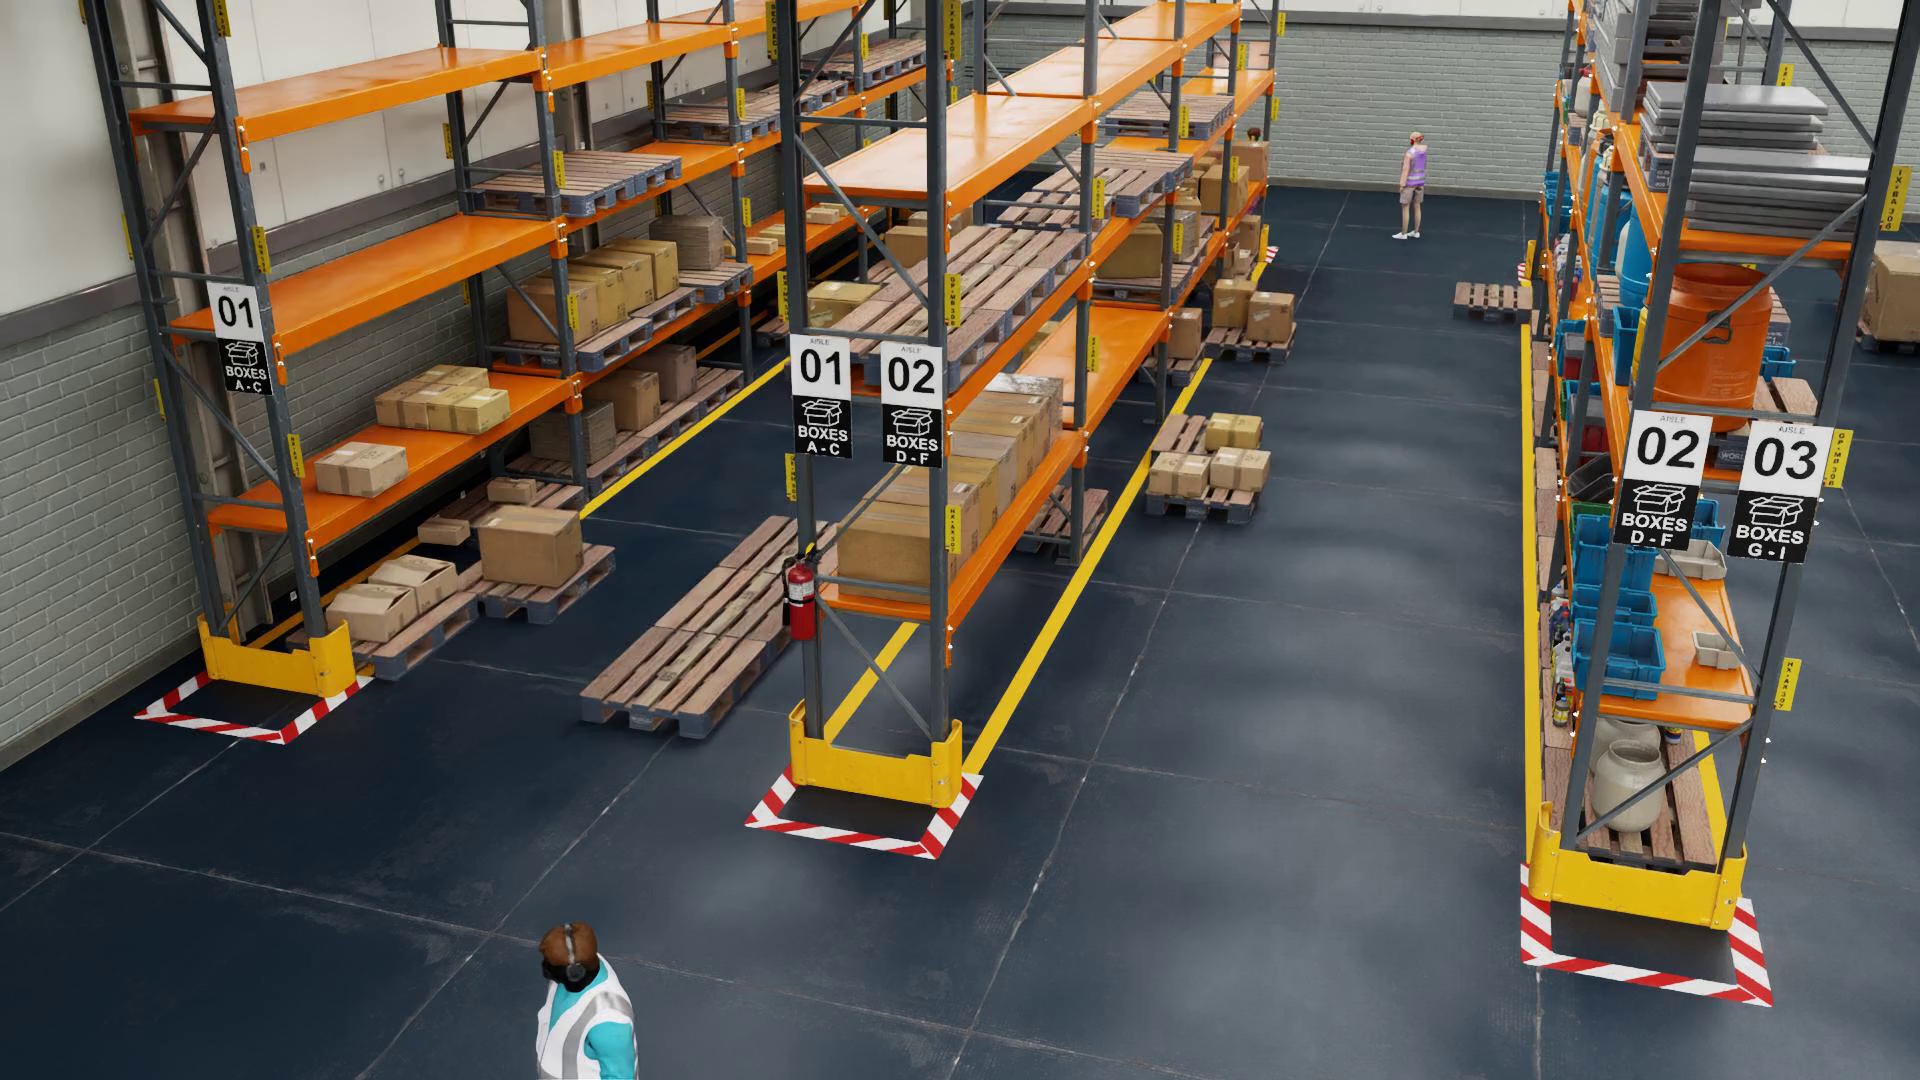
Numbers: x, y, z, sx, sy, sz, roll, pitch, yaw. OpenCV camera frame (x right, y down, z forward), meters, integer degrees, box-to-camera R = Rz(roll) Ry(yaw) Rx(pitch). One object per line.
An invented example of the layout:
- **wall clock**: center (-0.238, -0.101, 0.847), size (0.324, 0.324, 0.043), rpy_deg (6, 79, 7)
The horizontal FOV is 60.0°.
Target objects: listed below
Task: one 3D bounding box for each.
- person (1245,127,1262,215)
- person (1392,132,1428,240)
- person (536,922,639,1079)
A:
- **person**: center (4.564, -5.644, 26.334), size (0.488, 1.789, 0.540), rpy_deg (8, 25, 18)
- **person**: center (7.181, -5.621, 26.416), size (0.489, 1.688, 0.346), rpy_deg (-13, 27, -28)
- **person**: center (-1.652, 2.483, 7.432), size (0.429, 1.839, 0.632), rpy_deg (-13, 26, -27)
